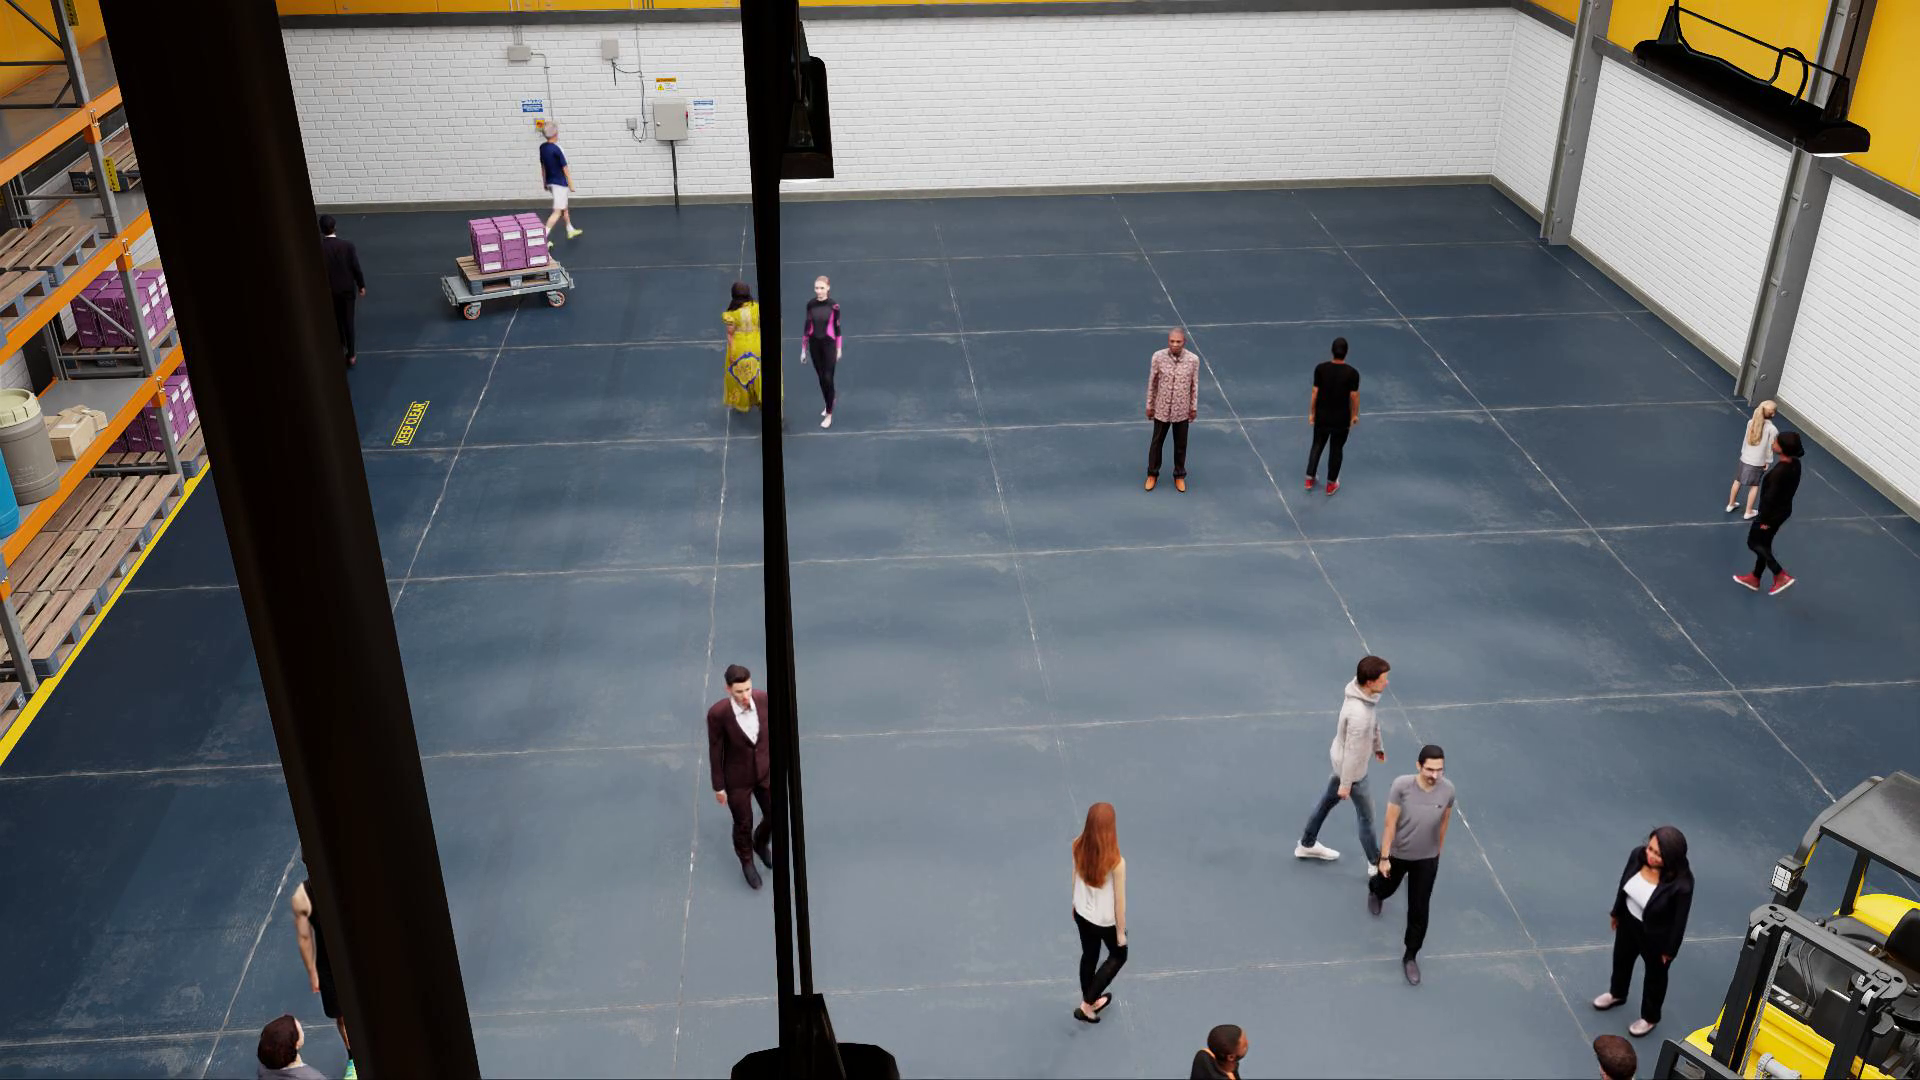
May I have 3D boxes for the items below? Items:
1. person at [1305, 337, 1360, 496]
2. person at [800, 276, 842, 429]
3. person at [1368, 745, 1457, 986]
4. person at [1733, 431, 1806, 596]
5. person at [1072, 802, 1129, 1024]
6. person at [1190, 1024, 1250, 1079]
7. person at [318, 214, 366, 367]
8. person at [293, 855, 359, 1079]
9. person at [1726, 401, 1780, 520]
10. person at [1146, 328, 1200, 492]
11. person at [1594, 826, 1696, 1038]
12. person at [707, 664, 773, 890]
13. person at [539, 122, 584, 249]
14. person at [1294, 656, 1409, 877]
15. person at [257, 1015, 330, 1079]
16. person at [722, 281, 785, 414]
[{"bbox_3d":[3.909,-1.278,17.420,0.771,1.754,0.810,14,32,24],"label":"person"},{"bbox_3d":[-1.559,-2.236,19.205,0.755,1.726,0.949,8,30,14],"label":"person"},{"bbox_3d":[3.033,2.076,11.294,0.739,1.731,1.135,2,29,4],"label":"person"},{"bbox_3d":[7.690,-0.219,15.572,0.821,1.665,0.935,-19,34,-31],"label":"person"},{"bbox_3d":[0.842,2.445,10.636,0.777,1.715,0.837,25,37,38],"label":"person"},{"bbox_3d":[1.374,3.301,8.969,0.740,1.808,0.586,-12,31,-20],"label":"person"},{"bbox_3d":[-7.675,-3.053,20.597,0.967,1.827,1.279,-11,31,-20],"label":"person"},{"bbox_3d":[-3.743,2.578,10.211,0.712,1.888,0.654,-9,30,-16],"label":"person"},{"bbox_3d":[8.186,-0.845,17.128,0.649,1.273,0.570,-18,33,-29],"label":"person"},{"bbox_3d":[2.243,-1.398,17.585,0.729,1.807,0.642,3,29,5],"label":"person"},{"bbox_3d":[4.437,2.475,10.689,0.796,1.611,0.701,-15,32,-25],"label":"person"},{"bbox_3d":[-1.558,1.639,11.969,0.815,1.853,0.806,-17,33,-28],"label":"person"},{"bbox_3d":[-6.022,-5.223,24.603,1.140,1.802,1.221,21,35,33],"label":"person"},{"bbox_3d":[2.733,1.615,12.049,0.968,1.818,1.116,5,29,10],"label":"person"},{"bbox_3d":[-3.556,3.345,8.983,0.980,1.717,1.217,12,31,20],"label":"person"},{"bbox_3d":[-2.428,-2.166,19.166,0.956,1.642,1.117,-15,32,-26],"label":"person"}]
